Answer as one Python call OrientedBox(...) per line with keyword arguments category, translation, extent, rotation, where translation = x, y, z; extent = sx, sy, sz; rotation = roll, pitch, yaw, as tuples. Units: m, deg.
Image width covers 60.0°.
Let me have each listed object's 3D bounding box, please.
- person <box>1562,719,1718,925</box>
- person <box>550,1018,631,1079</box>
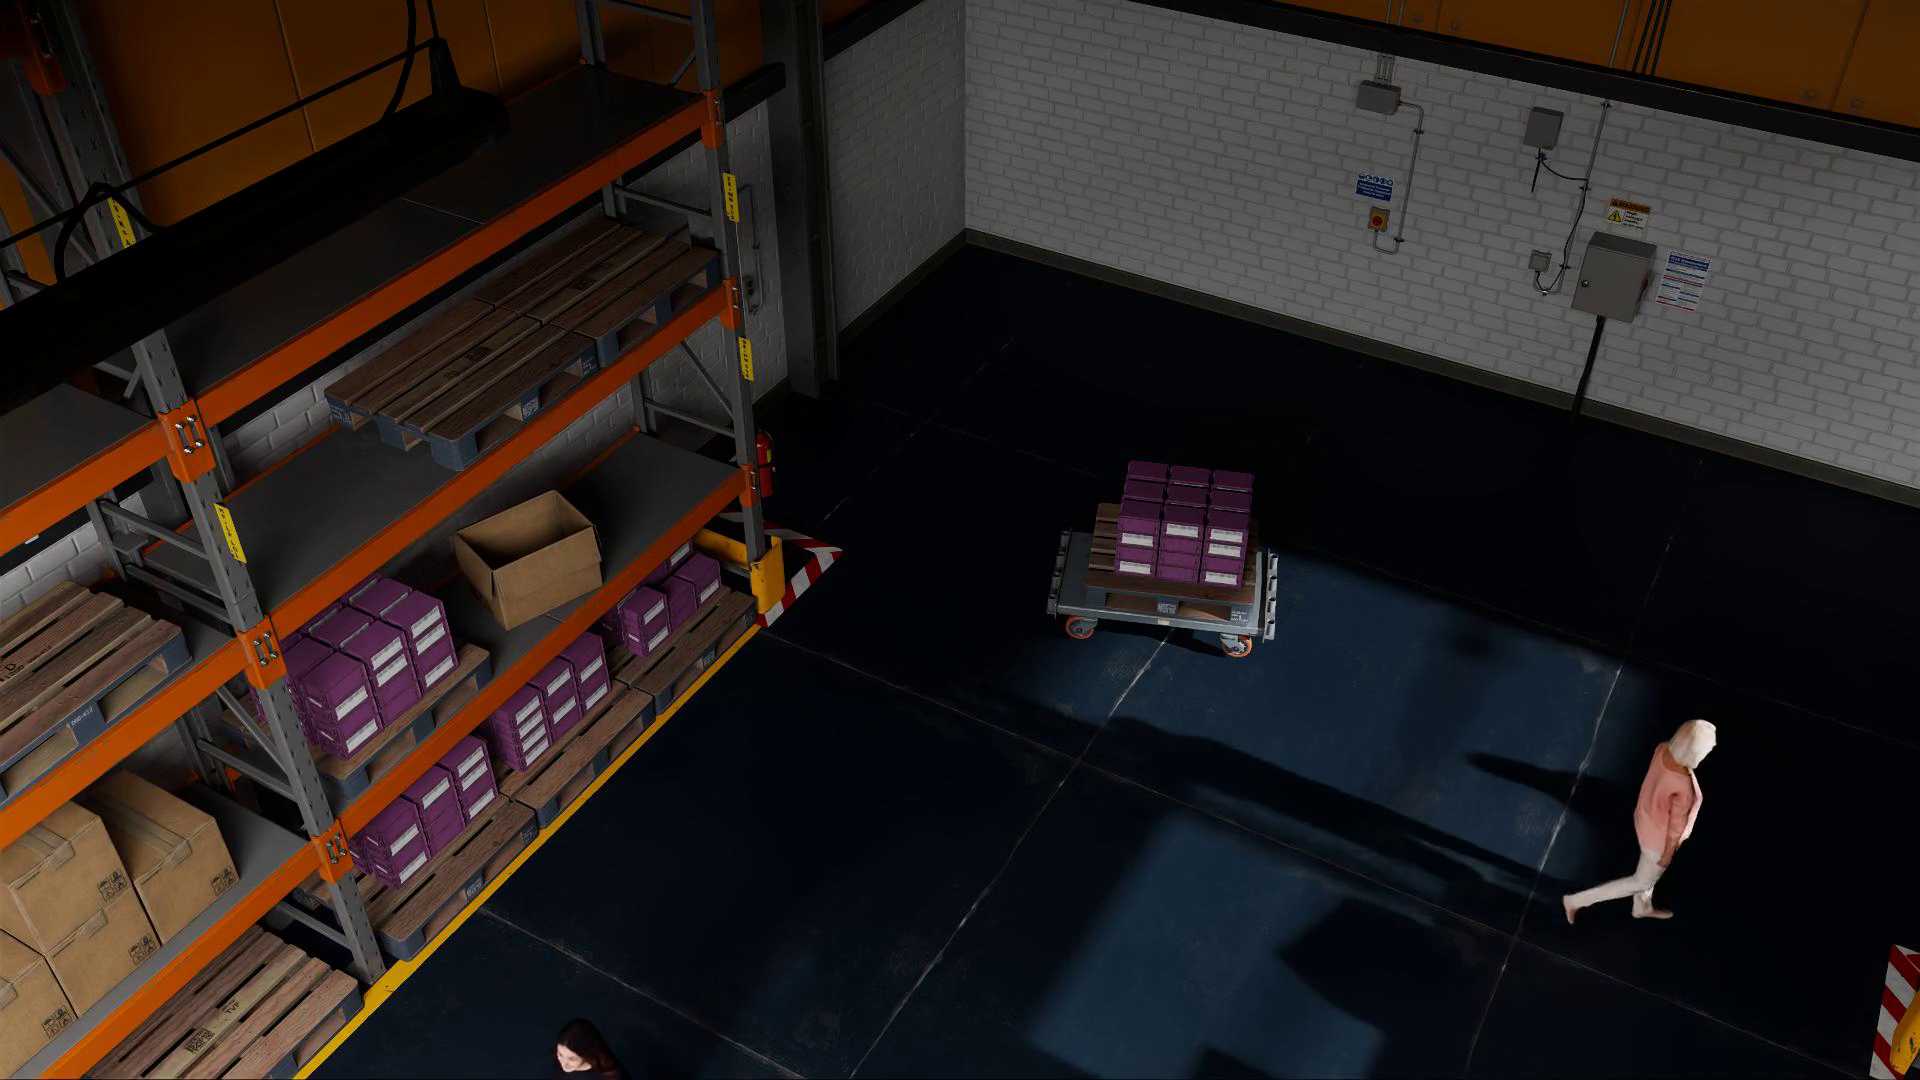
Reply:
OrientedBox(category="person", translation=(4.018, 1.694, 9.772), extent=(0.973, 1.706, 1.031), rotation=(0, 39, 0))
OrientedBox(category="person", translation=(-1.785, 2.860, 8.370), extent=(0.644, 1.633, 0.646), rotation=(15, 41, 18))
